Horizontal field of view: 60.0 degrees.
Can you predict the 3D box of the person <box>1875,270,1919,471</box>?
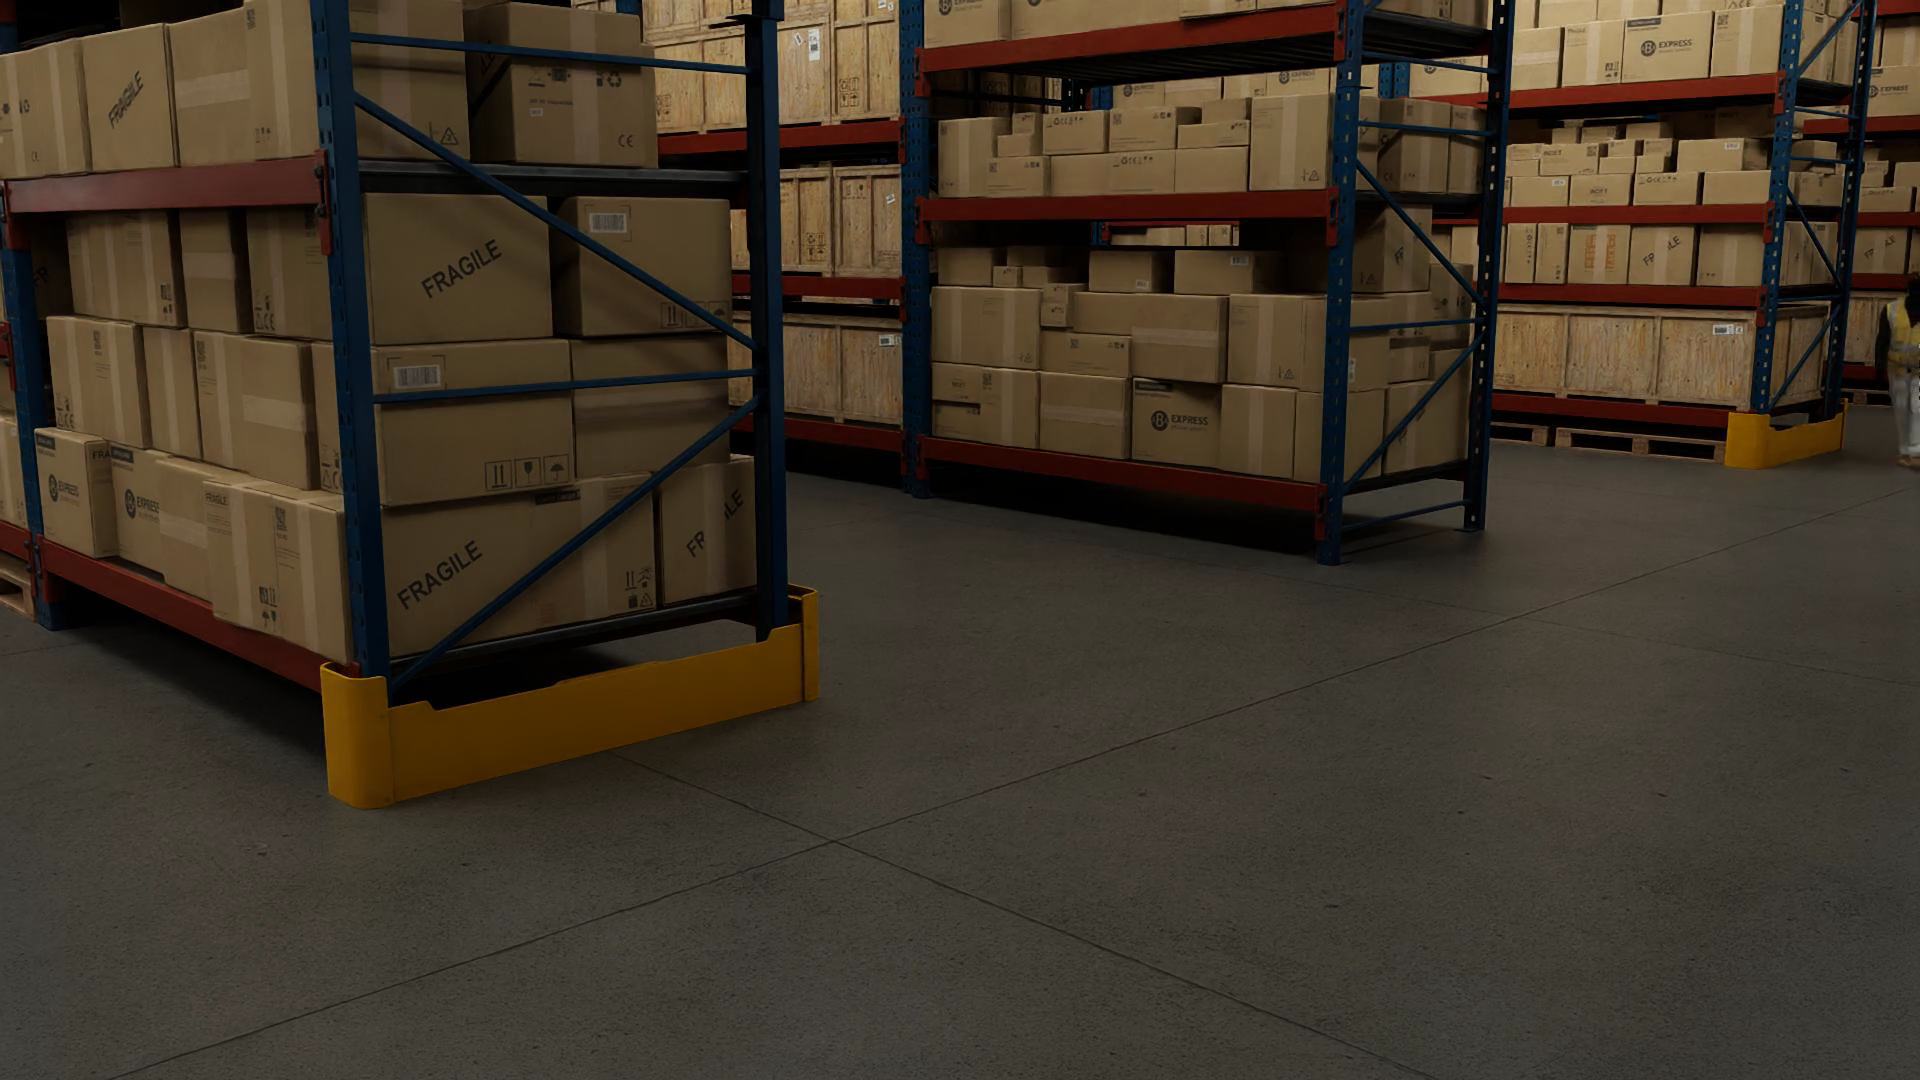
[{"bbox_3d":[8.644,-1.531,15.133,0.633,1.805,0.866,10,14,42],"label":"person"}]
